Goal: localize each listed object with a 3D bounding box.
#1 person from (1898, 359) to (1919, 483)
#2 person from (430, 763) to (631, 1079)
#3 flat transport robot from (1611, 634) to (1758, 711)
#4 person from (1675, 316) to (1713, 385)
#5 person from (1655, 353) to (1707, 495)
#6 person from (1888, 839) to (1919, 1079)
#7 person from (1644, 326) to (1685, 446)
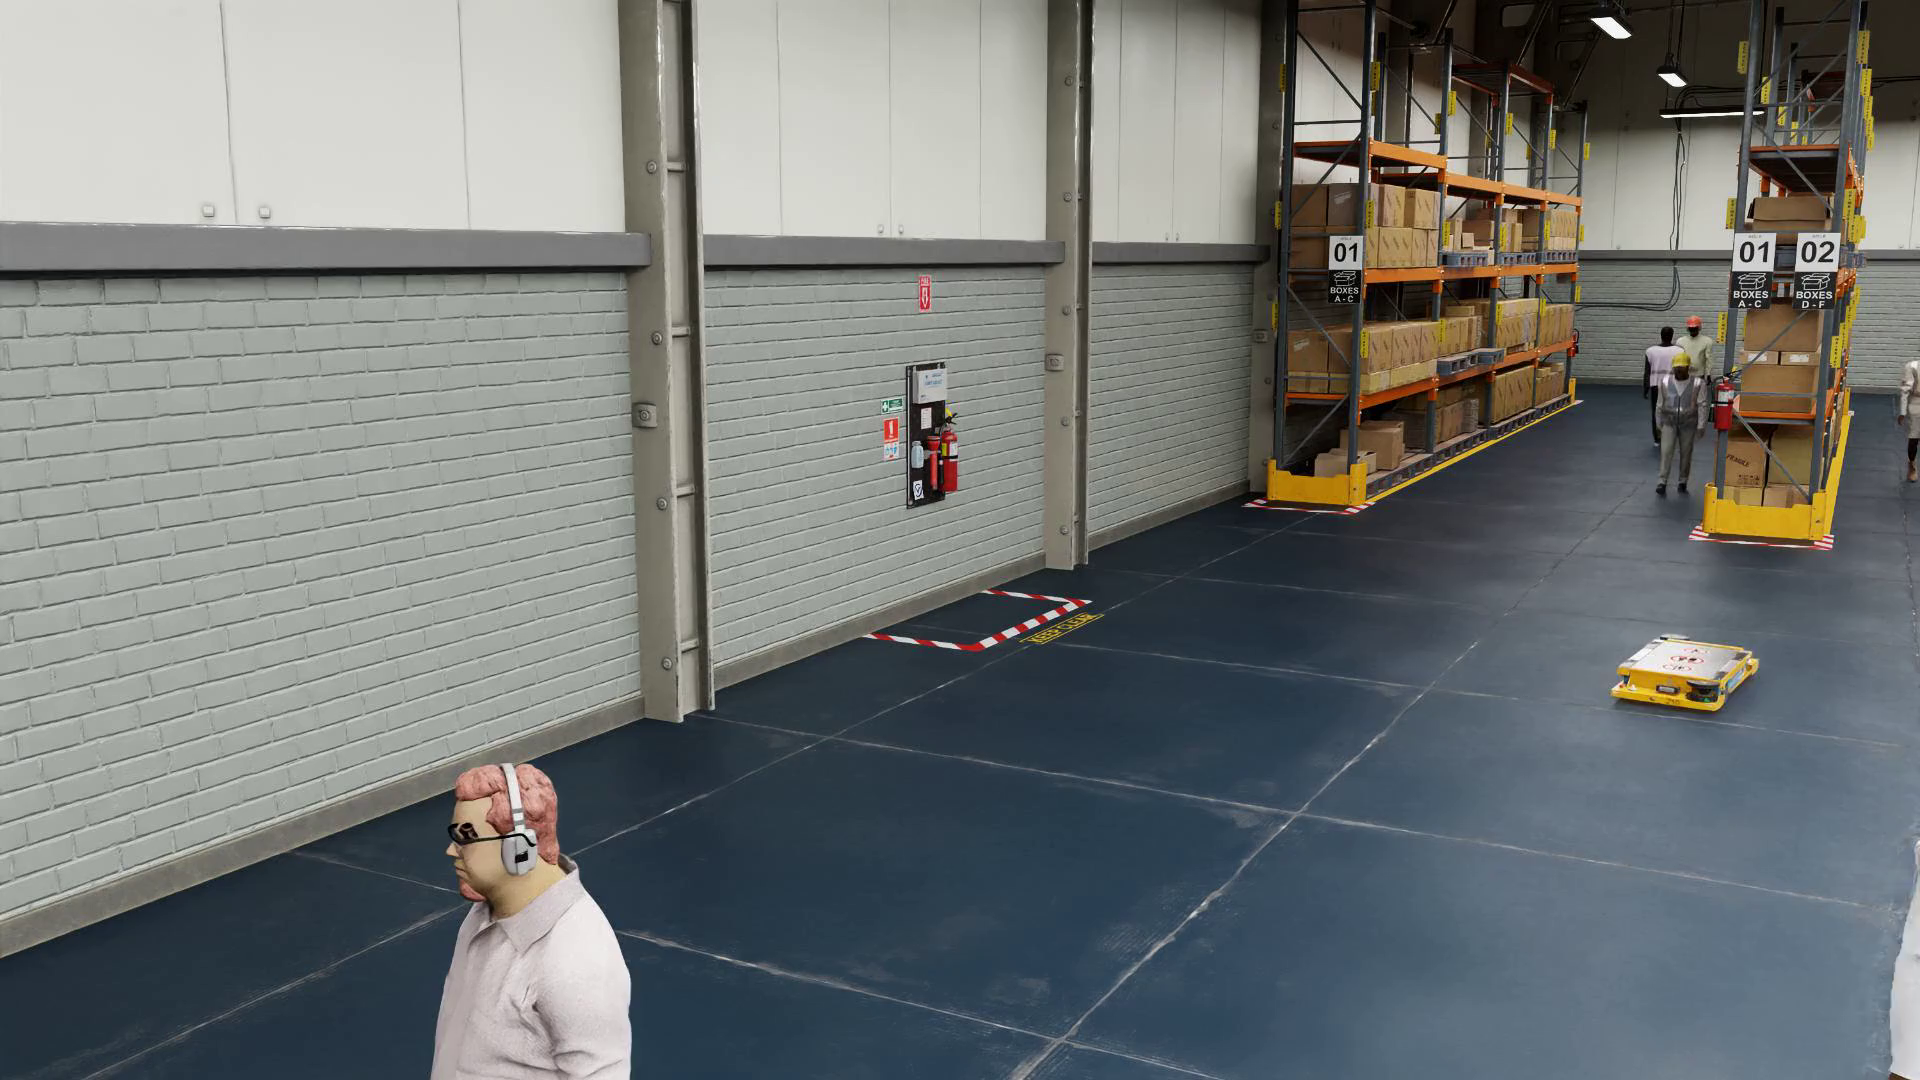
[{"bbox_3d":[12.555,-1.684,21.612,0.613,2.014,0.929,5,11,29],"label":"person"},{"bbox_3d":[-0.969,1.420,3.718,0.403,1.906,0.651,-6,11,-32],"label":"person"},{"bbox_3d":[5.043,0.903,11.526,0.652,0.197,1.431,7,12,35],"label":"flat transport robot"},{"bbox_3d":[12.628,-2.880,28.687,0.635,1.973,0.574,6,11,32],"label":"person"},{"bbox_3d":[9.050,-1.455,20.913,0.604,1.783,0.894,5,11,28],"label":"person"},{"bbox_3d":[2.634,1.333,4.425,0.769,1.845,0.346,-4,11,-23],"label":"person"},{"bbox_3d":[11.027,-2.398,26.078,0.596,1.906,0.628,5,11,29],"label":"person"}]
